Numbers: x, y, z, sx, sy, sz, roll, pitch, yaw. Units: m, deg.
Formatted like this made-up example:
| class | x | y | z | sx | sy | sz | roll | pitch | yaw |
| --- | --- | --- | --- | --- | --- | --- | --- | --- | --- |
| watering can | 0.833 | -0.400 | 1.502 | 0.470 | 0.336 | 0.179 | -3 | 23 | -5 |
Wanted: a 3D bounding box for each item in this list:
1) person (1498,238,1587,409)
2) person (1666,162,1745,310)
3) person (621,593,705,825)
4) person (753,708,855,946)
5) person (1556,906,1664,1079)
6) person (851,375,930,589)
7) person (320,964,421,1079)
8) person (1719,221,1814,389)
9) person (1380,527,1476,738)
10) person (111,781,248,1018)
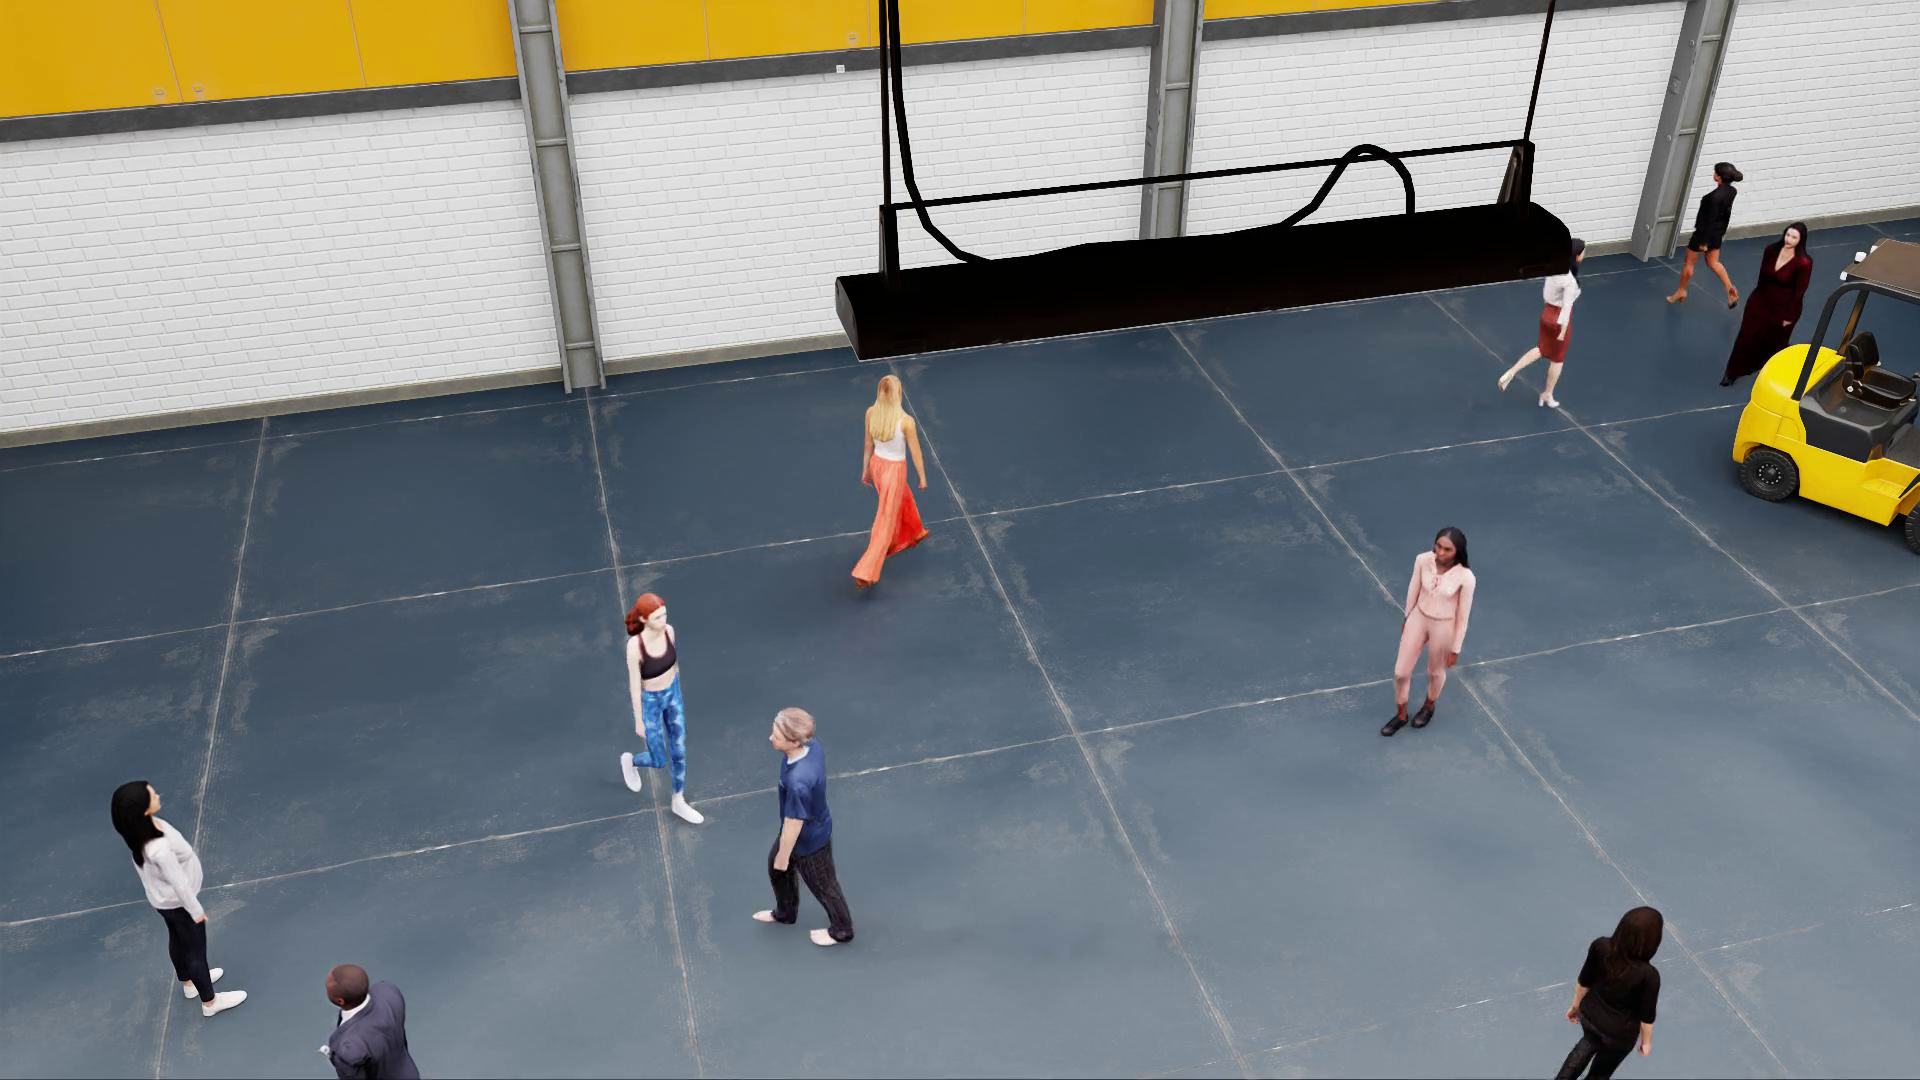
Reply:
| class | x | y | z | sx | sy | sz | roll | pitch | yaw |
| --- | --- | --- | --- | --- | --- | --- | --- | --- | --- |
| person | 5.481 | -2.000 | 15.526 | 0.900 | 1.733 | 0.654 | -5 | 34 | -7 |
| person | 7.857 | -3.108 | 17.296 | 0.987 | 1.618 | 0.865 | -23 | 40 | -30 |
| person | -2.021 | 1.081 | 10.853 | 0.936 | 1.773 | 0.929 | 23 | 40 | 31 |
| person | -0.814 | 1.726 | 9.818 | 0.940 | 1.847 | 0.793 | -2 | 34 | -3 |
| person | 3.360 | 2.571 | 8.741 | 0.758 | 1.630 | 0.677 | -20 | 39 | -28 |
| person | -0.611 | -0.418 | 13.134 | 1.183 | 1.746 | 1.332 | 22 | 39 | 29 |
| person | -2.877 | 2.759 | 8.284 | 0.766 | 1.824 | 0.781 | 6 | 34 | 9 |
| person | 7.858 | -2.261 | 15.936 | 1.116 | 1.714 | 0.911 | -21 | 39 | -28 |
| person | 3.356 | 0.604 | 11.636 | 0.851 | 1.702 | 0.923 | 24 | 40 | 31 |
| person | -4.495 | 2.030 | 9.492 | 0.711 | 1.701 | 0.734 | 26 | 42 | 34 |
